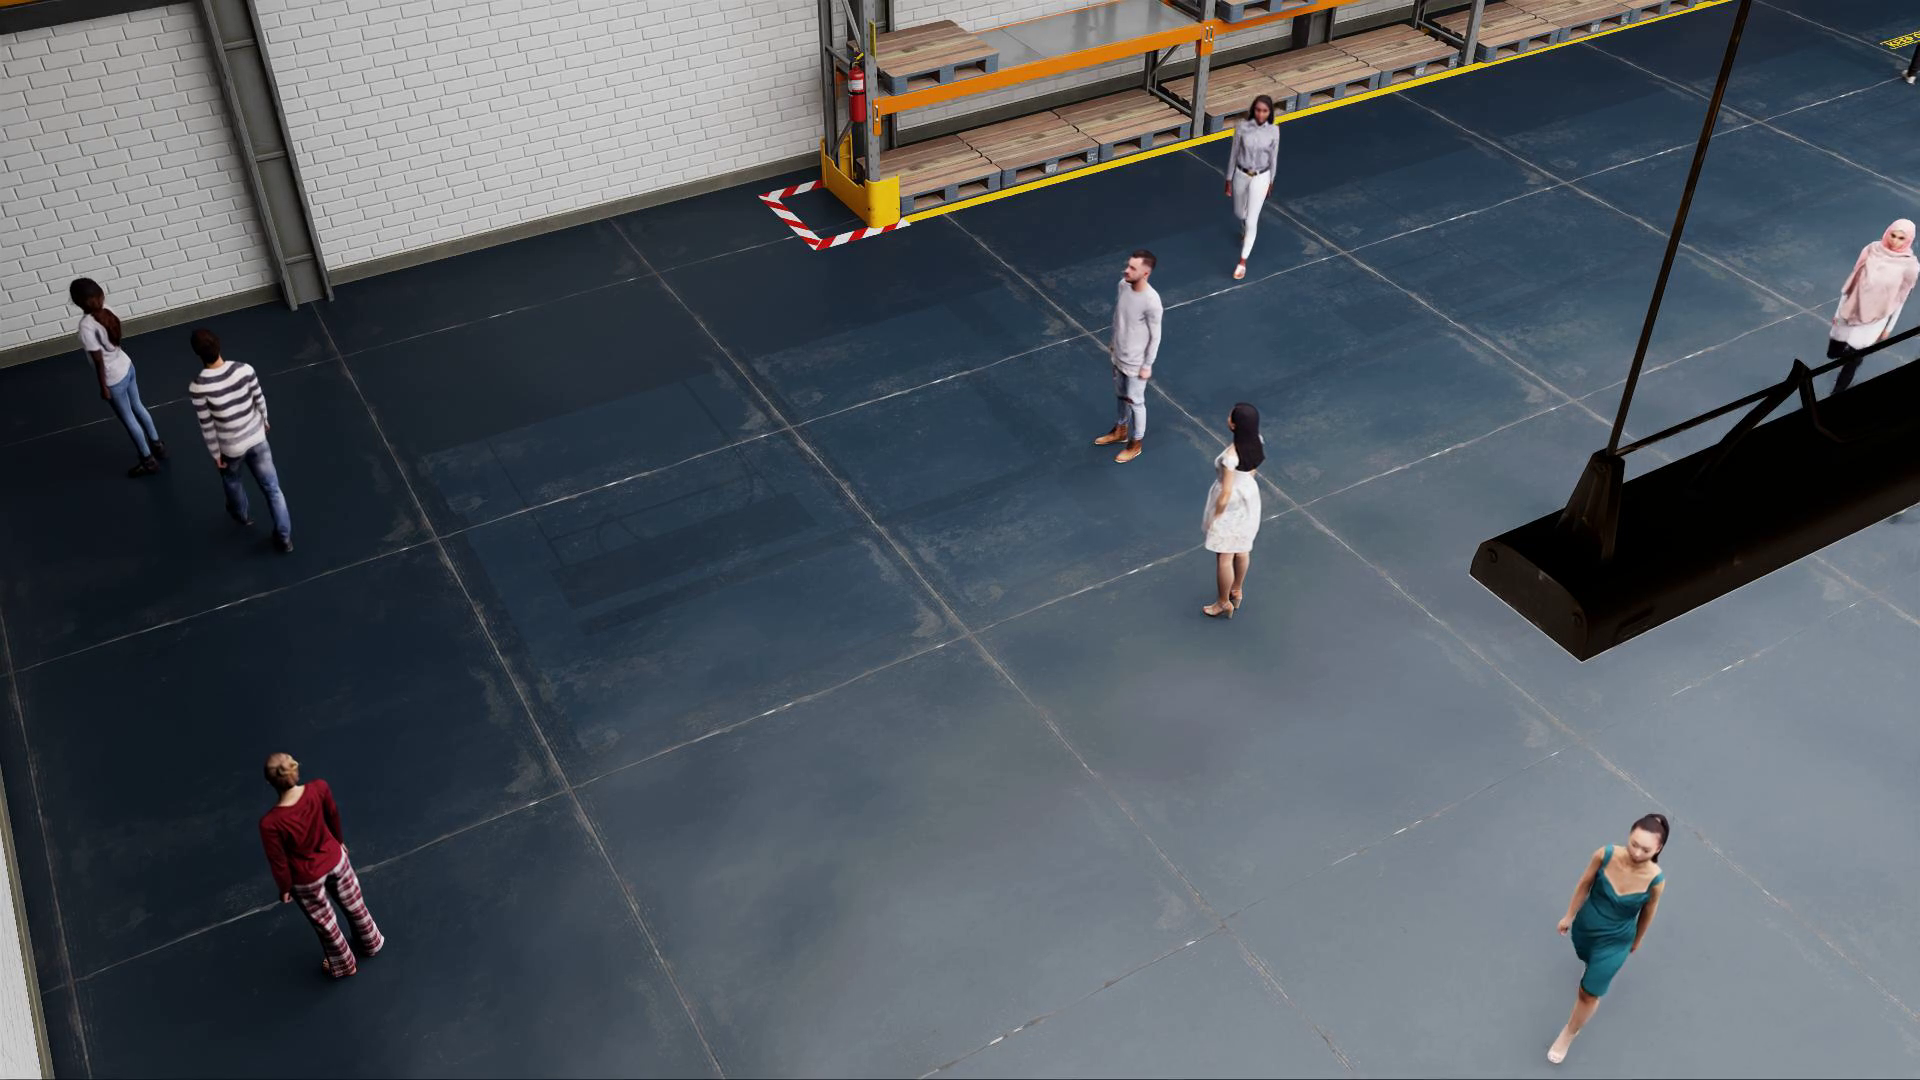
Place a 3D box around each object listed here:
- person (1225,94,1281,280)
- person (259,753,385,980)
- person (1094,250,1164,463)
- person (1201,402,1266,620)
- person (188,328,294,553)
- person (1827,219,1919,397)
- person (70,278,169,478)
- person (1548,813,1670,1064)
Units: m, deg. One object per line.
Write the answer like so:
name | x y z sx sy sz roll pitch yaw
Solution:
person | 2.739 -3.389 15.649 1.040 1.699 1.163 13 40 15
person | -3.560 1.784 9.174 0.736 1.697 0.587 23 44 26
person | 1.362 -1.475 13.139 0.540 1.840 0.674 -20 43 -23
person | 1.900 -0.202 11.598 0.794 1.774 0.683 29 47 31
person | -5.215 -0.680 12.159 0.946 1.822 0.768 -24 44 -27
person | 7.433 -1.841 13.639 0.996 1.790 0.763 -31 48 -33
person | -6.592 -1.282 12.994 0.673 1.720 0.664 -1 39 -2
person | 3.463 2.039 8.891 0.761 1.651 1.089 30 47 32
